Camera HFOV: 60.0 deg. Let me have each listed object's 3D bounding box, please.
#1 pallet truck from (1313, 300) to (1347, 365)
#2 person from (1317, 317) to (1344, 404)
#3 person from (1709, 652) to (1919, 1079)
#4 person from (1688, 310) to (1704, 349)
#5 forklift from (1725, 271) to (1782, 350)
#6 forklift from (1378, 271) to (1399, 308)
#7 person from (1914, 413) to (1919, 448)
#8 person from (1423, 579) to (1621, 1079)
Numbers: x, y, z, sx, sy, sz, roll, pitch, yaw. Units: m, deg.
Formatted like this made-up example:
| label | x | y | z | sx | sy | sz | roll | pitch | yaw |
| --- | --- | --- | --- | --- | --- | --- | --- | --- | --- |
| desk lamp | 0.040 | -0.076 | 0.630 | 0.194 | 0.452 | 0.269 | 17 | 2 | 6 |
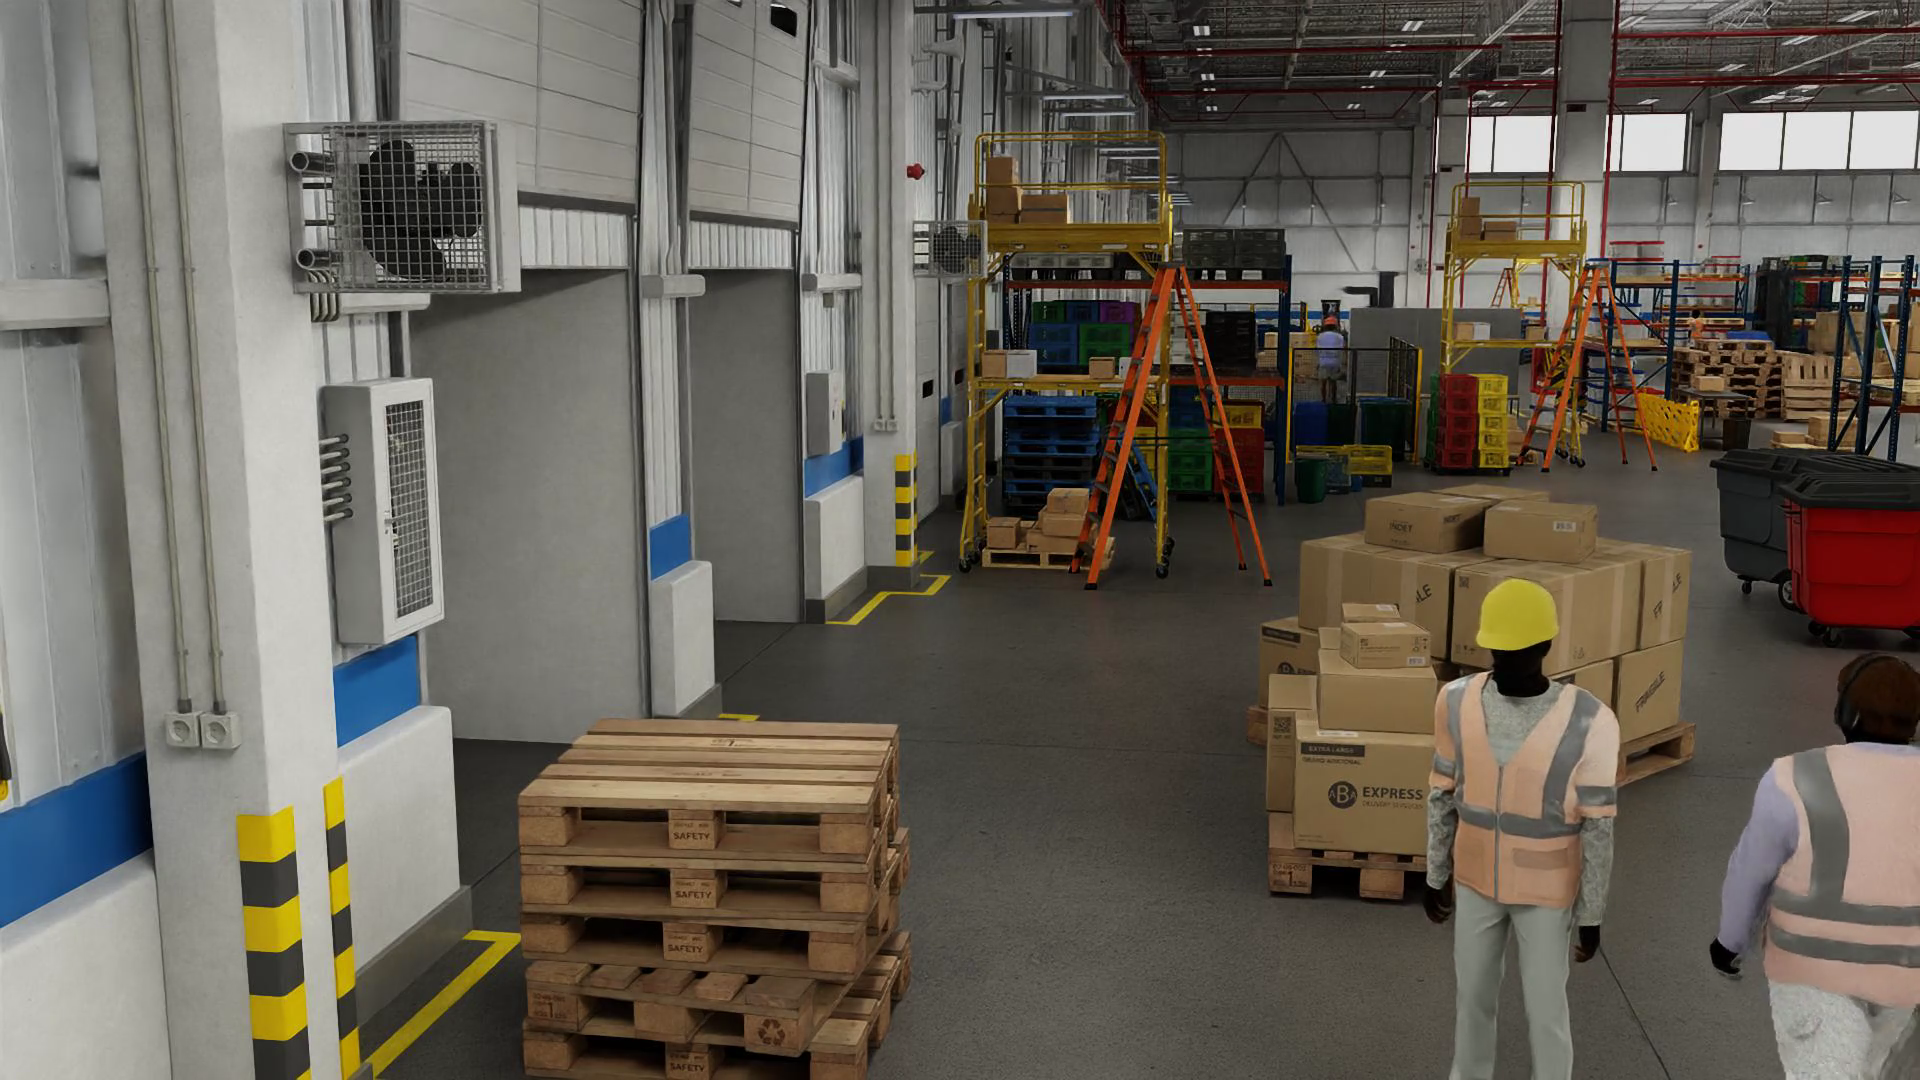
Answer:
| label | x | y | z | sx | sy | sz | roll | pitch | yaw |
| --- | --- | --- | --- | --- | --- | --- | --- | --- | --- |
| pallet truck | 11.159 | -6.200 | 49.718 | 0.823 | 1.965 | 1.885 | 4 | 10 | 26 |
| person | 7.625 | -3.642 | 34.261 | 0.565 | 1.882 | 0.978 | 3 | 10 | 20 |
| person | 2.506 | 1.214 | 4.635 | 0.615 | 1.805 | 0.956 | 0 | 9 | 0 |
| person | 21.893 | -6.013 | 49.524 | 0.530 | 1.689 | 0.322 | -3 | 10 | -19 |
| forklift | 23.231 | -6.356 | 47.969 | 1.873 | 2.768 | 1.129 | 0 | 9 | 3 |
| forklift | 10.763 | -5.391 | 42.016 | 1.873 | 2.768 | 1.129 | 1 | 9 | 9 |
| person | 15.568 | -2.338 | 26.698 | 0.319 | 1.739 | 0.484 | 5 | 11 | 30 |
| person | 1.721 | 1.062 | 5.186 | 0.591 | 1.918 | 0.397 | 8 | 12 | 41 |
